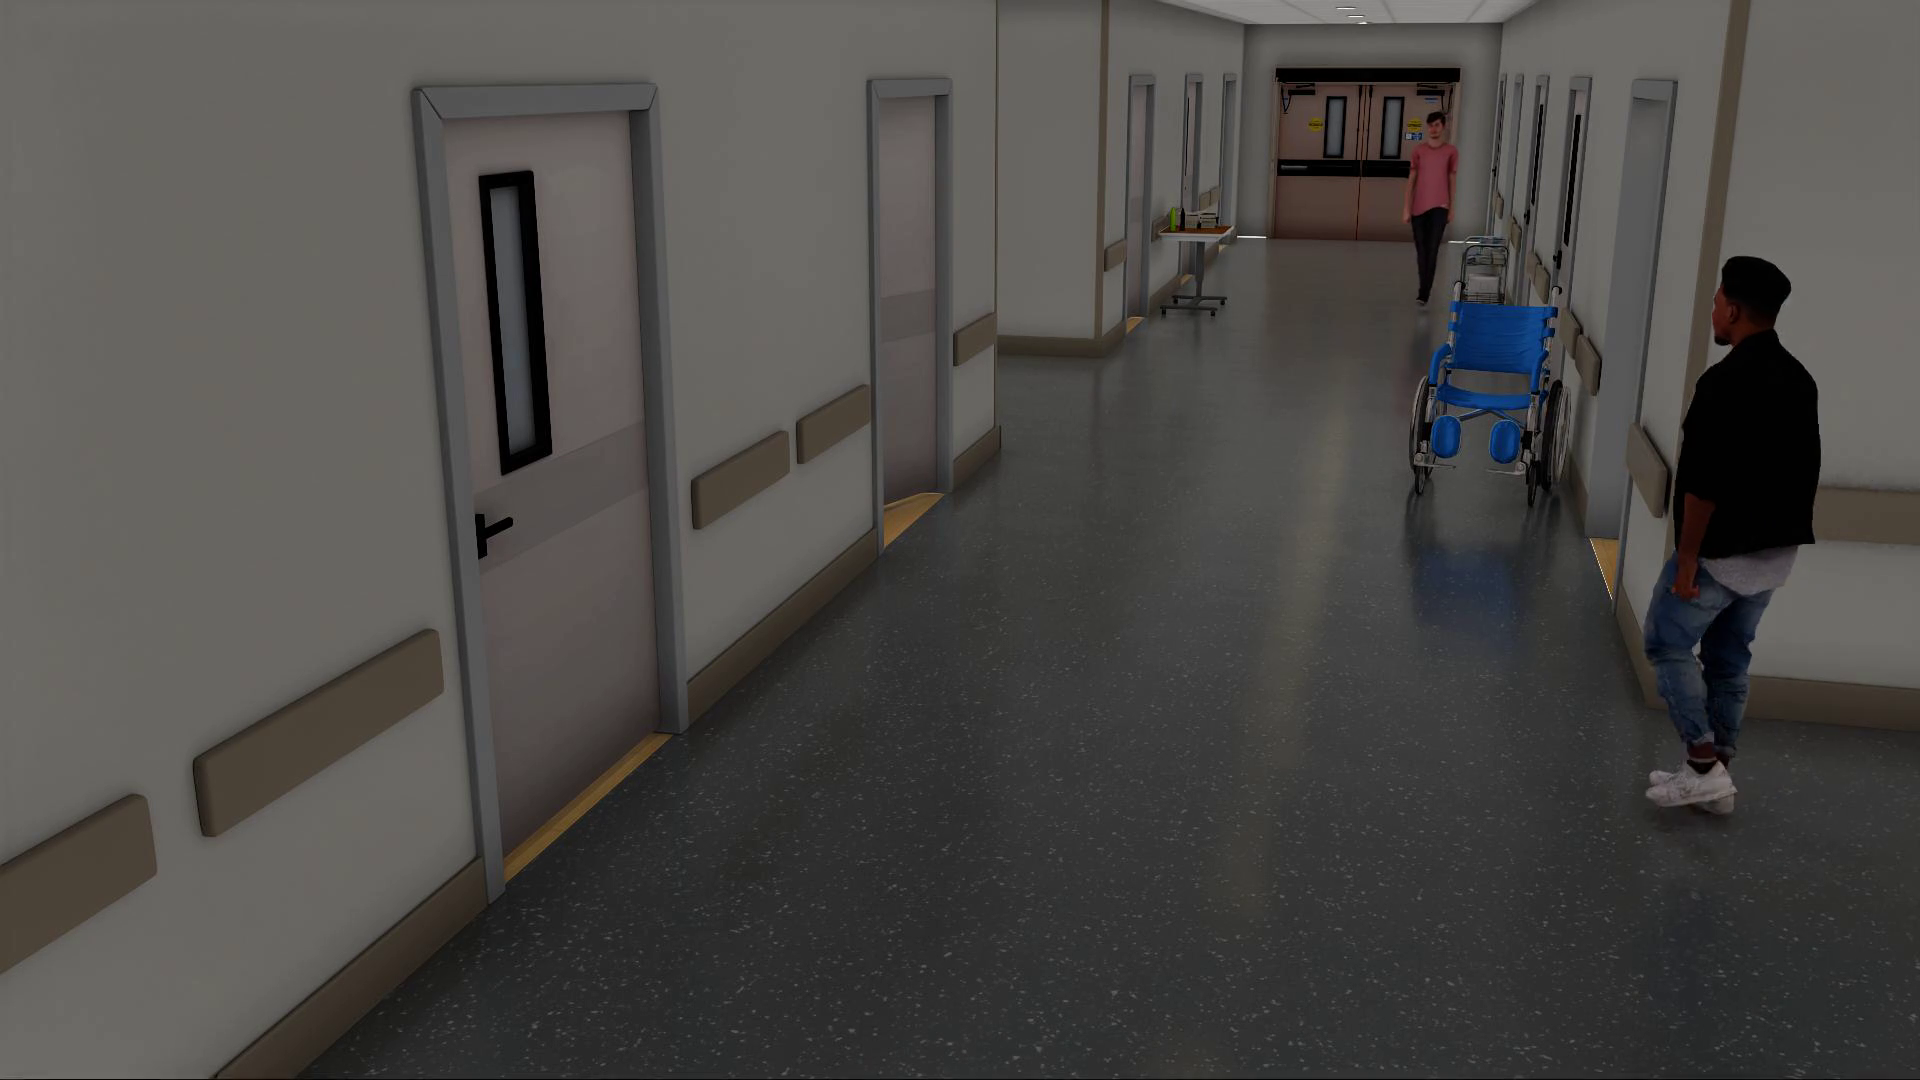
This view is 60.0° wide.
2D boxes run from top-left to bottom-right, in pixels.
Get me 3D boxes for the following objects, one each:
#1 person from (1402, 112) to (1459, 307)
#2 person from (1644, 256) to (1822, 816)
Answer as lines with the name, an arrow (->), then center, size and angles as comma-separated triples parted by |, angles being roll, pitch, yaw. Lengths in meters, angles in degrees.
person -> 4.806, -3.344, 16.978 | 0.741, 1.906, 1.307 | 6, 17, 21
person -> 2.525, 0.032, 5.247 | 0.856, 1.774, 0.914 | -11, 19, -34
